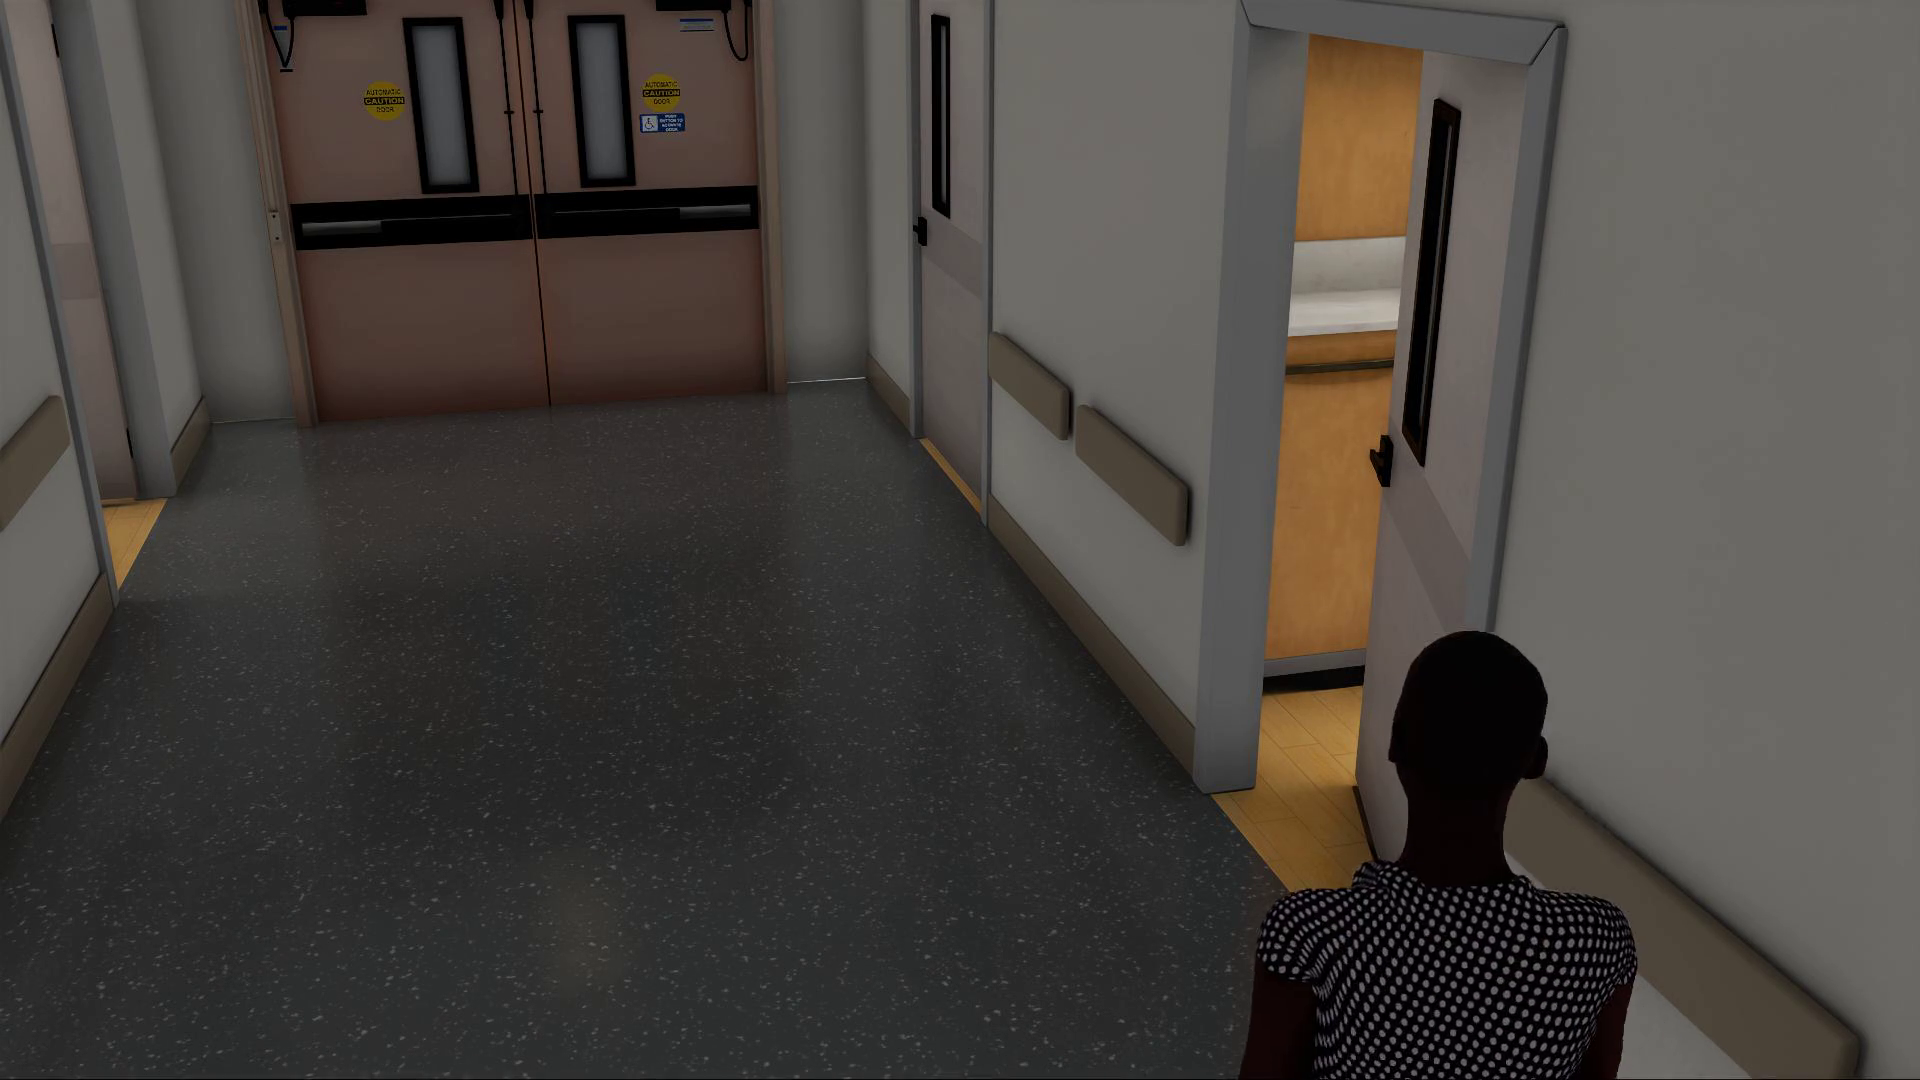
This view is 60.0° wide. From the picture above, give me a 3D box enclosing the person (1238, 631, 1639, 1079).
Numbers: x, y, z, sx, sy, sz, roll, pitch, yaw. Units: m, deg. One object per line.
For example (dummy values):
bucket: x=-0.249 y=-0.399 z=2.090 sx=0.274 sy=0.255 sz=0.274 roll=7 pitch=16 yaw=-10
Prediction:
person: x=0.523 y=0.983 z=1.932 sx=0.723 sy=1.777 sz=0.748 roll=0 pitch=21 yaw=-1
